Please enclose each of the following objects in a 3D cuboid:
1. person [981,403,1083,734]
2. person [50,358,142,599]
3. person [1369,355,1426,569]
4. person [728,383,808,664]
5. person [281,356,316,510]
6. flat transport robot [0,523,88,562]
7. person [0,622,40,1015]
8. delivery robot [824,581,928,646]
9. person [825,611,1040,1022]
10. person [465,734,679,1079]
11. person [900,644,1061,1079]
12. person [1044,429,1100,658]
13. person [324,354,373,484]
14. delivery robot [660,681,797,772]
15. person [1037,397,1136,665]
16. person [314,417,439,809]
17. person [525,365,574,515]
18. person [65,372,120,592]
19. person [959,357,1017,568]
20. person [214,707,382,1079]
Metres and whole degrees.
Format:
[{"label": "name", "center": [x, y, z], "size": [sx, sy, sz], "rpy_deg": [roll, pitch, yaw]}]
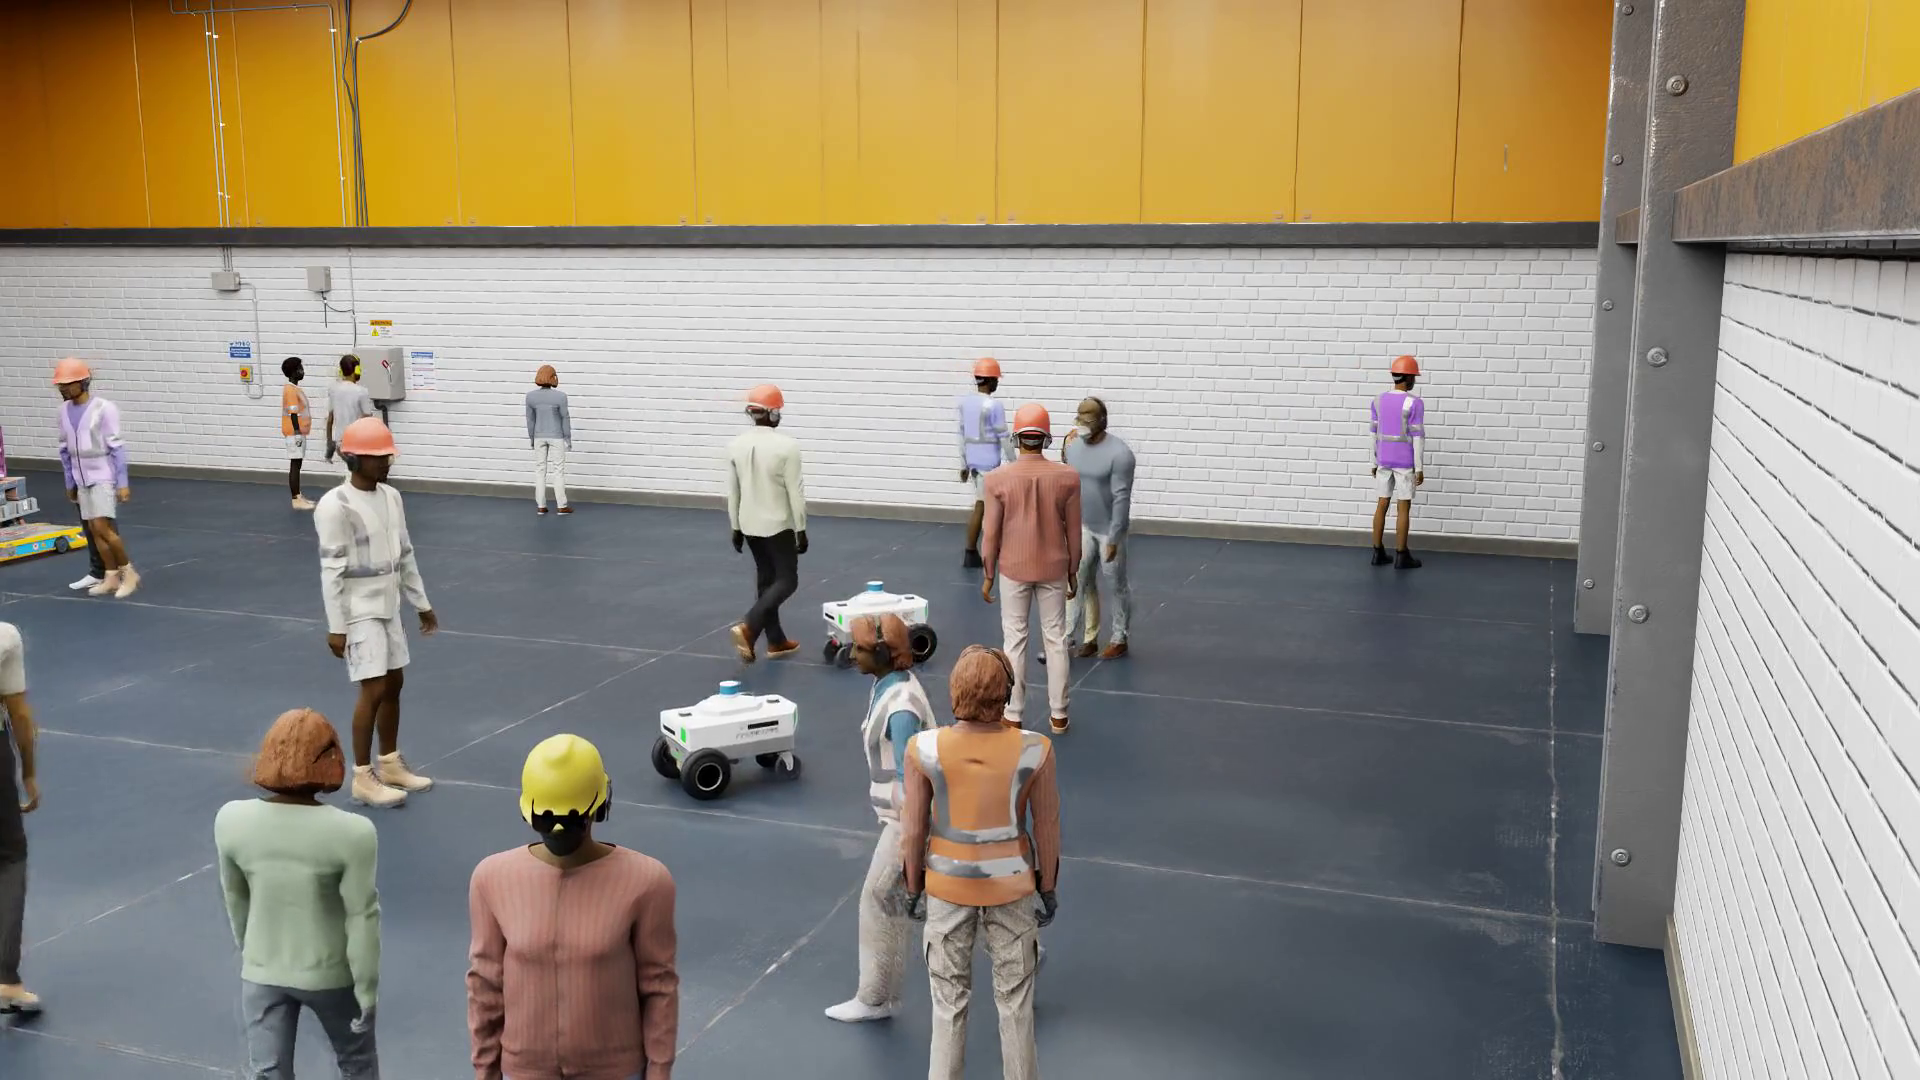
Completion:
[{"label": "person", "center": [0.426, 0.181, 9.927], "size": [0.612, 1.996, 0.388], "rpy_deg": [-1, 10, -6]}, {"label": "person", "center": [-7.166, -0.496, 13.725], "size": [0.638, 2.010, 0.537], "rpy_deg": [3, 11, 18]}, {"label": "person", "center": [3.990, -0.710, 15.115], "size": [0.376, 1.933, 0.551], "rpy_deg": [-9, 13, -40]}, {"label": "person", "center": [-1.369, -0.103, 11.577], "size": [0.627, 1.978, 0.743], "rpy_deg": [7, 12, 34]}, {"label": "person", "center": [-7.345, -1.180, 18.430], "size": [0.318, 1.699, 0.533], "rpy_deg": [-4, 11, -20]}, {"label": "flat transport robot", "center": [-8.908, 0.043, 15.554], "size": [0.652, 0.197, 1.431], "rpy_deg": [3, 11, 15]}, {"label": "person", "center": [-3.762, 0.939, 6.150], "size": [0.637, 1.825, 0.456], "rpy_deg": [-6, 11, -28]}, {"label": "delivery robot", "center": [-0.594, 0.535, 11.725], "size": [0.707, 0.478, 0.477], "rpy_deg": [-5, 11, -25]}, {"label": "person", "center": [-0.094, 1.035, 6.235], "size": [0.769, 1.595, 0.529], "rpy_deg": [0, 10, -2]}, {"label": "person", "center": [-0.960, 1.327, 4.139], "size": [0.522, 1.762, 0.320], "rpy_deg": [0, 10, -3]}, {"label": "person", "center": [0.068, 1.154, 5.449], "size": [0.524, 1.639, 0.308], "rpy_deg": [0, 10, 0]}, {"label": "person", "center": [0.832, 0.020, 11.850], "size": [0.279, 1.634, 0.499], "rpy_deg": [-8, 13, -39]}, {"label": "person", "center": [-6.083, -0.970, 16.907], "size": [0.570, 1.811, 0.964], "rpy_deg": [4, 11, 23]}, {"label": "delivery robot", "center": [-1.249, 1.011, 9.046], "size": [0.707, 0.478, 0.477], "rpy_deg": [-6, 12, -31]}, {"label": "person", "center": [0.907, -0.044, 11.481], "size": [0.627, 1.888, 0.944], "rpy_deg": [9, 13, 40]}, {"label": "person", "center": [-3.049, 0.372, 8.746], "size": [0.447, 2.037, 0.633], "rpy_deg": [3, 10, 15]}, {"label": "person", "center": [-4.457, -1.085, 18.074], "size": [0.499, 1.633, 0.286], "rpy_deg": [2, 10, 10]}, {"label": "person", "center": [-7.339, -0.516, 14.068], "size": [0.591, 1.917, 0.379], "rpy_deg": [8, 13, 38]}, {"label": "person", "center": [0.333, -0.709, 15.217], "size": [0.836, 1.905, 0.557], "rpy_deg": [-7, 12, -33]}, {"label": "person", "center": [-1.927, 1.280, 4.859], "size": [0.496, 1.599, 0.801], "rpy_deg": [0, 10, 1]}]
